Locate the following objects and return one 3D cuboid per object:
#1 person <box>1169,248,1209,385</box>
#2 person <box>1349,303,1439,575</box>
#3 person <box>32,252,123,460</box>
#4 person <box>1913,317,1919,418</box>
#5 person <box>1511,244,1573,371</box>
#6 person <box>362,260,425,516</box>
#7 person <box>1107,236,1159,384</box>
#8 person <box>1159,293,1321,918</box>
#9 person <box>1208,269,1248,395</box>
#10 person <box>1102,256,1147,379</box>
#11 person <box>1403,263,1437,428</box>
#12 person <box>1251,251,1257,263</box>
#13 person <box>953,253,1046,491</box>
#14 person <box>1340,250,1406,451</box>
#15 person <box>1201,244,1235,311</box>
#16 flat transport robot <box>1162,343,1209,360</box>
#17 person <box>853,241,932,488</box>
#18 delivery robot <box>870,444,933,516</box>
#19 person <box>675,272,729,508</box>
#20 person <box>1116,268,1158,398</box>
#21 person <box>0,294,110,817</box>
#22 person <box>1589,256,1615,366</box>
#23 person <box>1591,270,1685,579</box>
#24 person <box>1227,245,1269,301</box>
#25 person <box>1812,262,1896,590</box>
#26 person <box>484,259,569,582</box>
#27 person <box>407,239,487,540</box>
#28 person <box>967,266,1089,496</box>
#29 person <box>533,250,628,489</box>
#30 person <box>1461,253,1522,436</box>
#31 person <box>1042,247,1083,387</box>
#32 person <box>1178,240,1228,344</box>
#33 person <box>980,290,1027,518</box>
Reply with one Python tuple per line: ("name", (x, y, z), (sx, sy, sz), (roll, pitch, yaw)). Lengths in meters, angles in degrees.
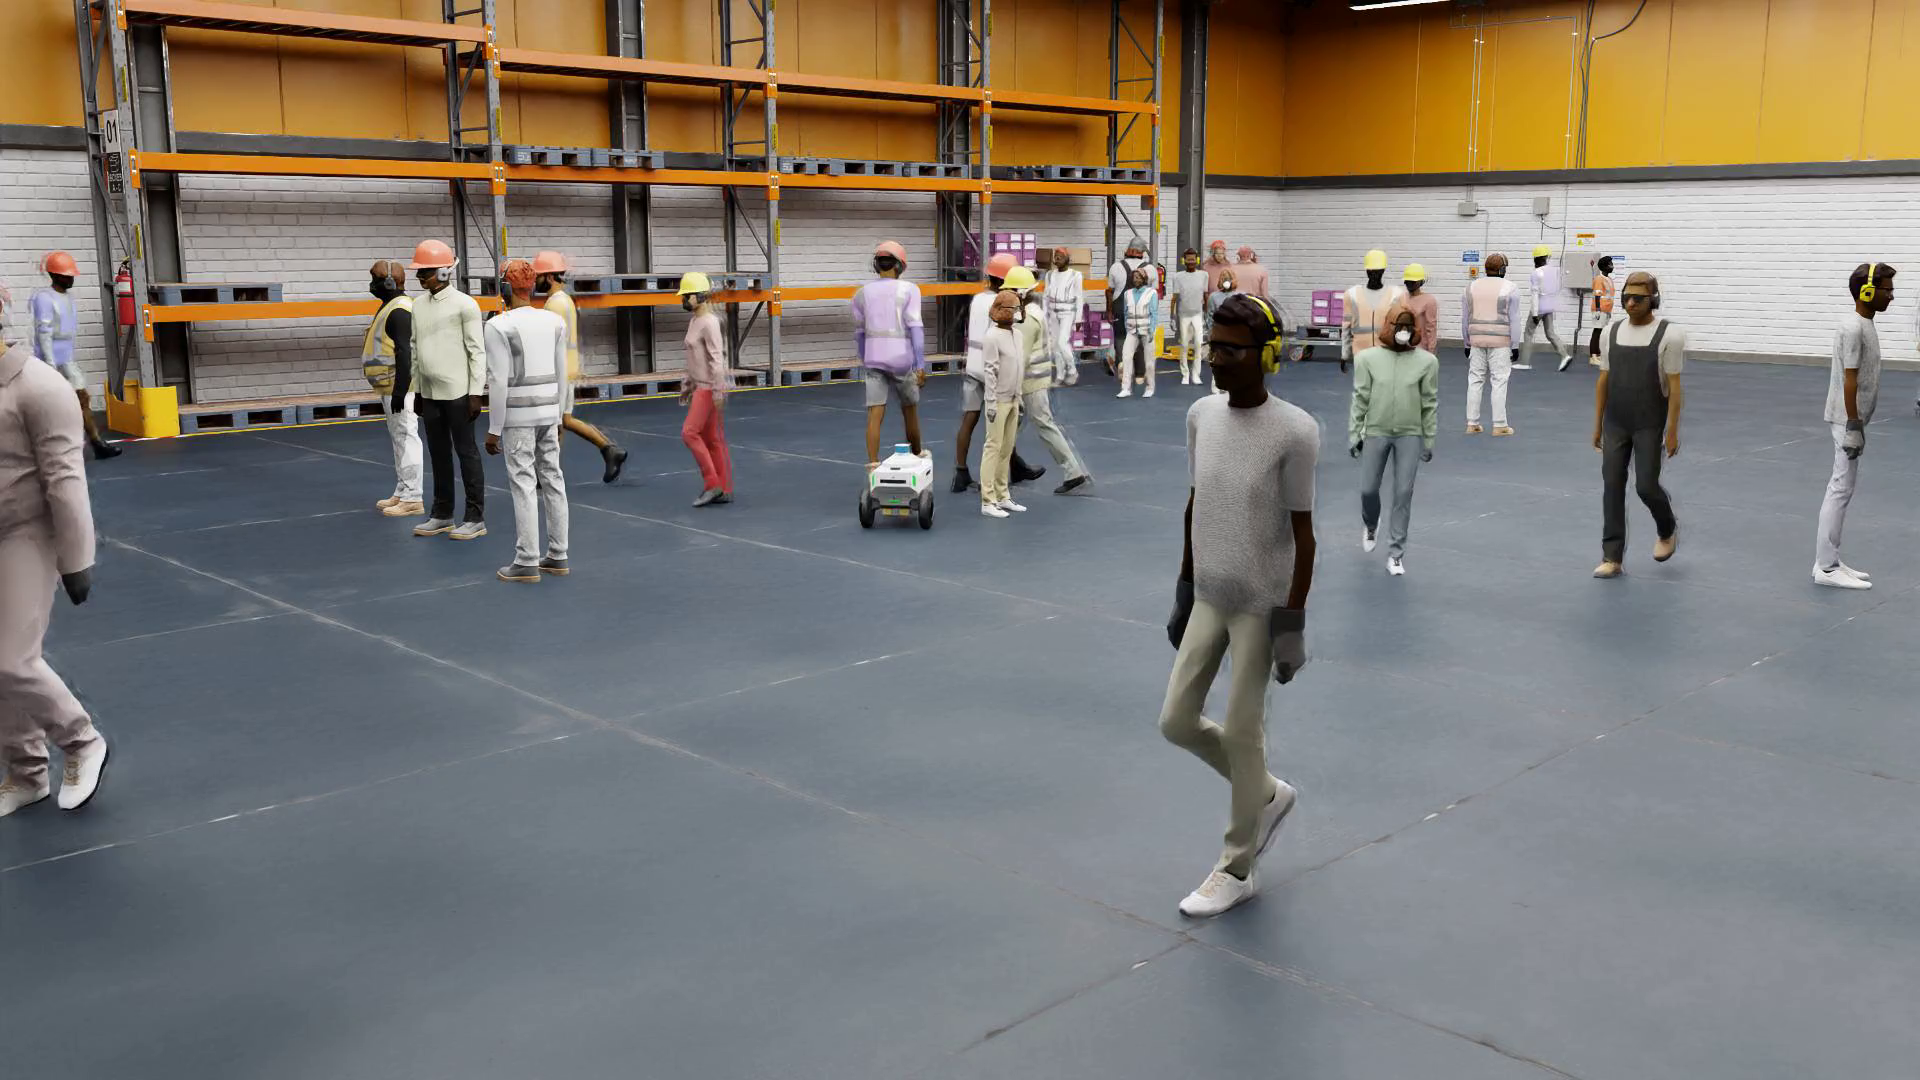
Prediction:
("person", (3.110, -2.990, 22.386), (0.575, 1.840, 0.760), (0, 10, 1))
("person", (2.619, -0.624, 10.067), (0.518, 1.617, 0.545), (2, 11, 10))
("person", (-8.118, -1.629, 14.896), (1.015, 1.880, 0.593), (1, 10, 4))
("person", (10.790, -2.225, 18.279), (0.631, 1.814, 0.438), (-10, 14, -44))
("person", (8.770, -3.473, 24.902), (0.595, 1.894, 0.908), (-6, 12, -30))
("person", (-4.101, -1.098, 12.073), (0.430, 1.845, 0.619), (-4, 11, -23))
("person", (2.341, -3.103, 22.462), (0.711, 2.000, 0.702), (2, 11, 11))
("person", (0.848, 0.194, 4.985), (0.473, 1.857, 0.549), (-8, 13, -37))
("person", (3.255, -2.481, 20.268), (0.504, 1.606, 0.691), (2, 11, 13))
("person", (2.339, -3.196, 23.341), (0.634, 1.910, 0.669), (-7, 13, -35))
("person", (4.629, -1.959, 17.051), (0.423, 1.744, 0.541), (-6, 12, -31))
("person", (4.547, -3.651, 26.113), (0.583, 1.804, 0.957), (-1, 10, -7))
("person", (0.303, -1.337, 13.274), (0.917, 1.864, 0.542), (-9, 13, -39))
("person", (3.905, -1.782, 15.706), (0.609, 1.870, 0.974), (3, 11, 14))
("person", (4.450, -4.117, 28.477), (0.670, 1.875, 0.717), (3, 11, 18))
("flat transport robot", (3.911, -3.081, 27.171), (0.652, 0.197, 1.431), (7, 12, 33))
("person", (-0.514, -1.434, 13.582), (0.691, 1.963, 1.044), (4, 11, 22))
("delivery robot", (-0.406, -0.432, 11.700), (0.477, 0.478, 0.707), (2, 10, 8))
("person", (-1.943, -1.114, 12.421), (0.472, 1.750, 0.522), (-4, 11, -19))
("person", (2.207, -2.554, 20.643), (0.528, 1.614, 0.709), (7, 13, 35))
("person", (-3.310, 0.050, 5.697), (0.661, 1.894, 0.415), (4, 11, 21))
("person", (10.018, -3.567, 25.926), (0.316, 1.699, 0.540), (9, 13, 39))
("person", (4.052, -0.691, 9.913), (0.648, 1.827, 0.519), (-10, 14, -42))
("person", (4.007, -3.189, 23.379), (0.665, 1.881, 0.527), (3, 11, 14))
("person", (5.181, -0.661, 9.624), (0.328, 1.869, 0.521), (5, 12, 27))
("person", (-2.539, -0.693, 9.753), (0.358, 1.883, 0.572), (7, 13, 34))
("person", (-3.435, -0.994, 11.097), (0.616, 1.990, 0.393), (6, 12, 30))
("person", (0.564, -1.223, 12.923), (0.933, 1.792, 0.586), (-1, 10, -4))
("person", (-3.133, -1.344, 13.253), (0.832, 1.911, 0.551), (-1, 10, -5))
("person", (5.403, -1.980, 16.887), (0.628, 1.843, 0.429), (10, 14, 43))
("person", (1.341, -2.960, 22.160), (0.589, 1.871, 0.418), (10, 14, 43))
("person", (4.231, -4.228, 28.864), (0.797, 1.950, 0.620), (3, 11, 14))
("person", (0.325, -0.989, 12.048), (0.277, 1.632, 0.502), (6, 12, 29))
